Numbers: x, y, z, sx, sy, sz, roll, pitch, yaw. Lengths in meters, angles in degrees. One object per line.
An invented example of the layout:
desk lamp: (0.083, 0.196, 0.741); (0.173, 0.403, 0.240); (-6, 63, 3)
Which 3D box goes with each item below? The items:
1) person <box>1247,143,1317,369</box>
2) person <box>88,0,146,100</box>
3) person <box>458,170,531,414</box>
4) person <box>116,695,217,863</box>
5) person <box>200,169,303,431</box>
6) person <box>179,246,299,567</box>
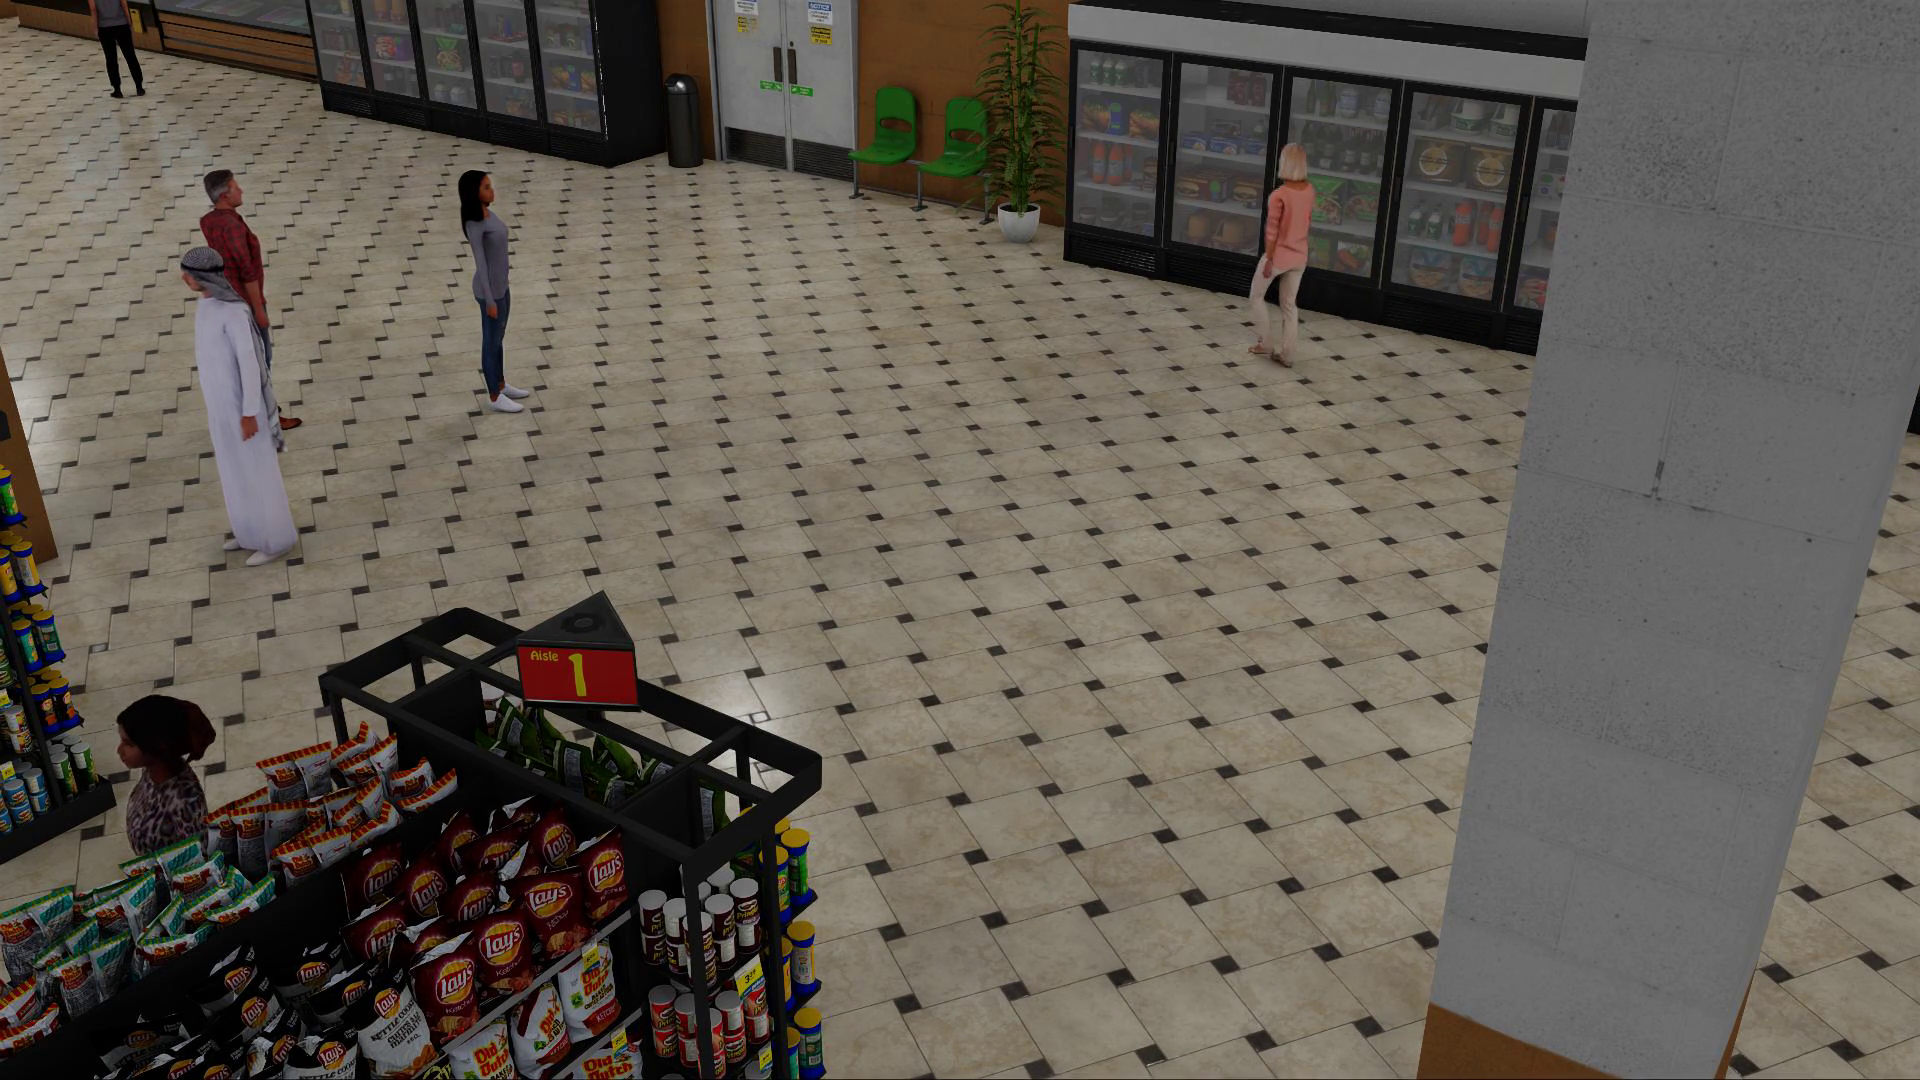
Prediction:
person: (2.519, -2.126, 12.620); (0.688, 1.713, 0.776); (-15, 31, -27)
person: (-10.906, -6.610, 21.416); (0.604, 1.754, 0.740); (-18, 32, -31)
person: (-3.376, -1.789, 11.931); (0.747, 1.736, 0.662); (-1, 27, -3)
person: (-2.615, 1.289, 5.941); (1.234, 1.664, 0.905); (-16, 31, -28)
person: (-5.006, -1.667, 11.586); (0.650, 1.830, 0.738); (-21, 34, -36)
person: (-4.247, -0.800, 9.766); (0.737, 1.931, 0.690); (24, 35, 39)
